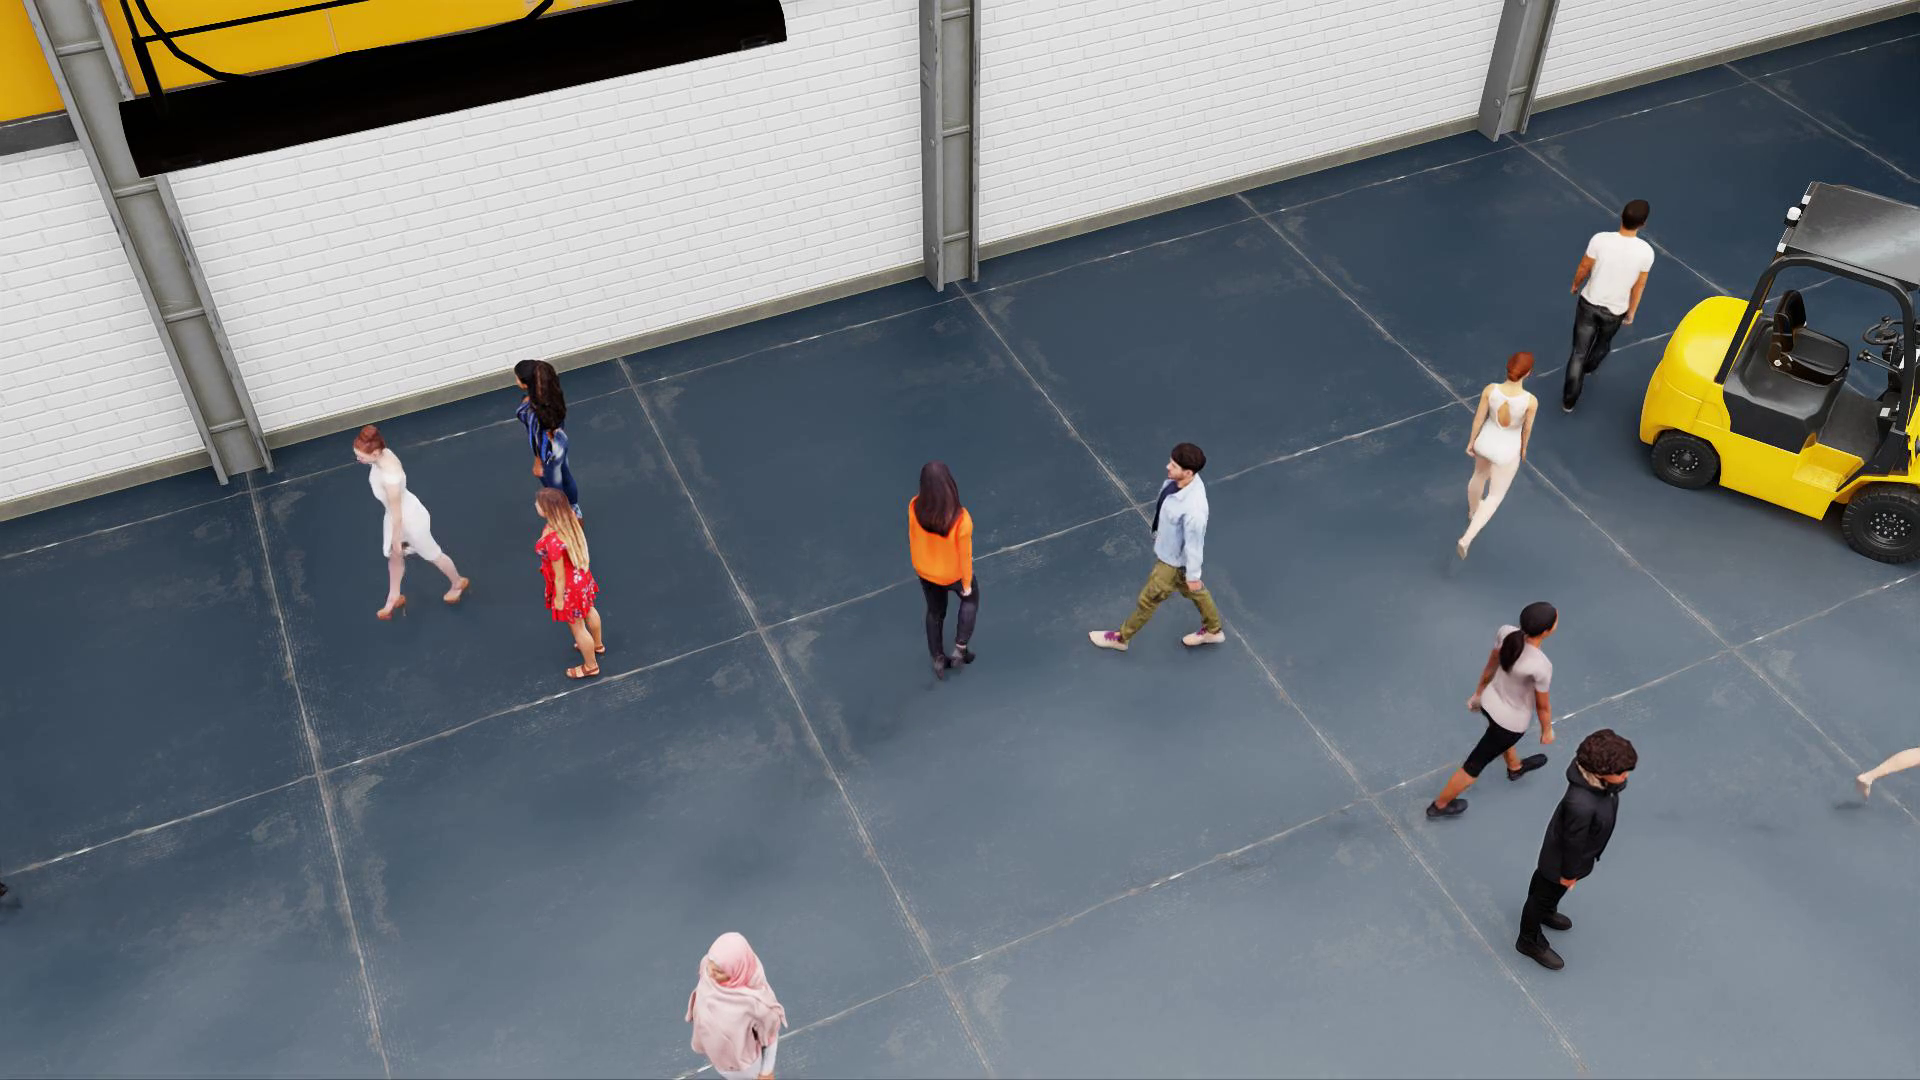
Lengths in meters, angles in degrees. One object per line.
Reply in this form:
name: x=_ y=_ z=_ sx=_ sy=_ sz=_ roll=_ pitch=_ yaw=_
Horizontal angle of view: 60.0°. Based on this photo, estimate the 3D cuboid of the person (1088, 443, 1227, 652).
person: x=1.505 y=0.101 z=10.843 sx=1.287 sy=1.764 sz=1.034 roll=1 pitch=44 yaw=1

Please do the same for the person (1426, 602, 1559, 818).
person: x=3.144 y=1.067 z=9.871 sx=1.143 sy=1.706 sz=0.751 roll=-10 pitch=45 yaw=-10

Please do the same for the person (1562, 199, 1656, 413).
person: x=4.926 y=-1.759 z=12.791 sx=1.061 sy=1.771 sz=1.141 roll=15 pitch=46 yaw=15

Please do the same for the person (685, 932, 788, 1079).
person: x=-1.095 y=2.509 z=8.287 sx=0.725 sy=1.803 sz=0.733 roll=30 pitch=51 yaw=28

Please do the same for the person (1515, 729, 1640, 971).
person: x=3.370 y=1.674 z=9.180 sx=0.798 sy=1.780 sz=0.720 roll=19 pitch=47 yaw=19

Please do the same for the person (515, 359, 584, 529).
person: x=-2.890 y=-0.629 z=11.718 sx=0.713 sy=1.614 sz=0.692 roll=5 pitch=44 yaw=5

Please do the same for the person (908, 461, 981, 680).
person: x=-0.153 y=0.262 z=10.699 sx=0.762 sy=1.729 sz=0.797 roll=24 pitch=49 yaw=23

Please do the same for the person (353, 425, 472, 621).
person: x=-3.578 y=-0.137 z=11.092 sx=0.882 sy=1.764 sz=0.663 roll=-17 pitch=46 yaw=-17

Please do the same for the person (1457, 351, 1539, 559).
person: x=3.744 y=-0.583 z=11.666 sx=0.859 sy=1.618 sz=1.056 roll=25 pitch=49 yaw=24

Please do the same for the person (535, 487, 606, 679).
person: x=-2.524 y=0.270 z=10.789 sx=0.689 sy=1.593 sz=0.659 roll=4 pitch=44 yaw=4
